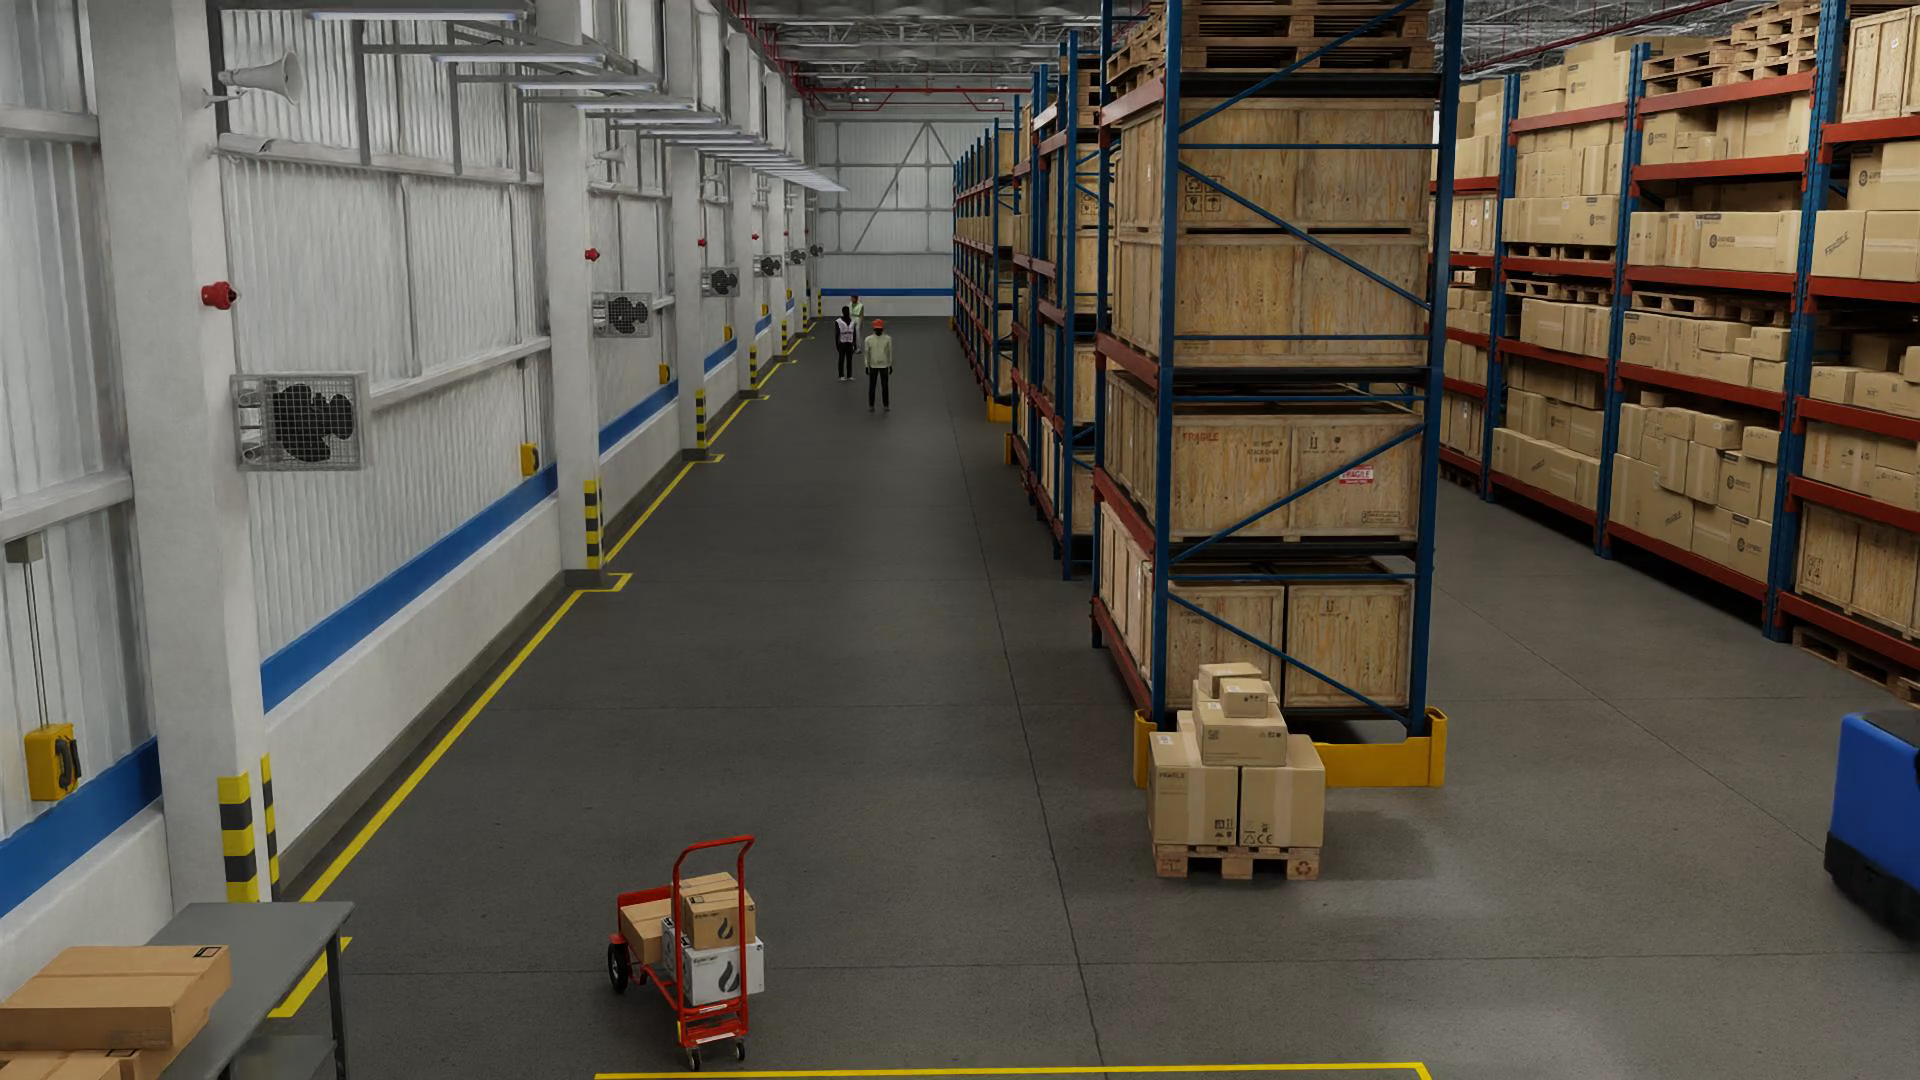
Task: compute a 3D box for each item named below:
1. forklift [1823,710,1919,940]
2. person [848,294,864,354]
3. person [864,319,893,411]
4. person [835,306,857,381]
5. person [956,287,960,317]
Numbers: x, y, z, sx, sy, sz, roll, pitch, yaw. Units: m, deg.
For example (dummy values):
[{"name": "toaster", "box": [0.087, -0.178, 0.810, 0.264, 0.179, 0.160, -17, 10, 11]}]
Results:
[{"name": "forklift", "box": [5.916, 0.883, 9.255, 1.129, 2.768, 1.873, 0, 11, -2]}, {"name": "person", "box": [-3.199, -6.635, 51.090, 0.563, 1.837, 0.389, 7, 13, 31]}, {"name": "person", "box": [-1.737, -3.741, 35.655, 0.621, 1.986, 0.409, -2, 11, -8]}, {"name": "person", "box": [-2.920, -5.015, 42.478, 0.586, 1.913, 0.398, -8, 13, -35]}, {"name": "person", "box": [0.062, -8.755, 62.437, 0.747, 1.714, 0.495, -2, 11, -8]}]
